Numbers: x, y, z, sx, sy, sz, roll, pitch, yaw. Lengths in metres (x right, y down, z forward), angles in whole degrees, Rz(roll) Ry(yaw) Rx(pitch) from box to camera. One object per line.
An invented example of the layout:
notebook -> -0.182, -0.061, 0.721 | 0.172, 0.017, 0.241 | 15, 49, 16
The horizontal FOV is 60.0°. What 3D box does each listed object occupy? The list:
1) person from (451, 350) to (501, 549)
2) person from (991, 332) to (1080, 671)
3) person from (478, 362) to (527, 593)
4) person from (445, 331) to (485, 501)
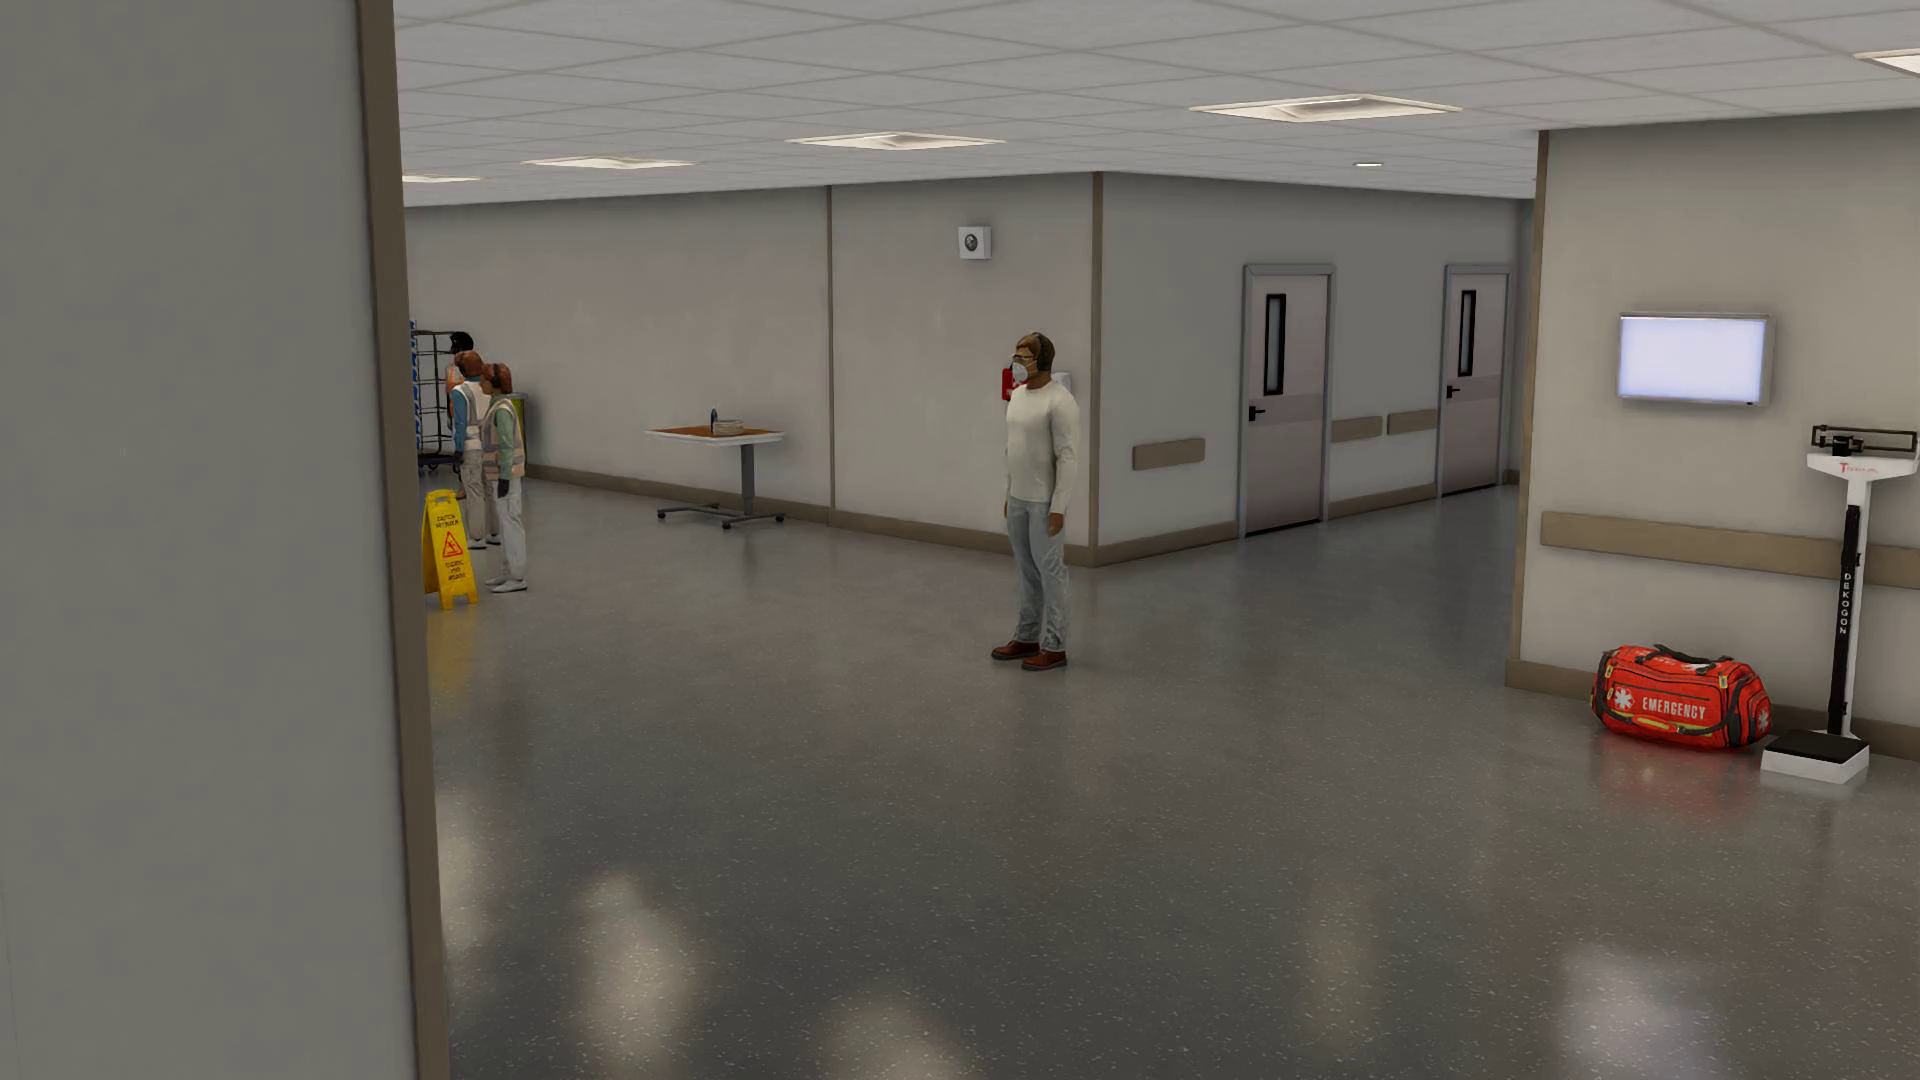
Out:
person -> -3.984, -0.740, 13.687 | 0.310, 1.636, 0.523 | 4, 10, 21
person -> 0.442, -0.221, 9.577 | 0.370, 1.940, 0.627 | -5, 11, -29
person -> -3.260, -0.446, 11.869 | 0.315, 1.641, 0.514 | -3, 10, -20
person -> -4.880, -1.222, 16.484 | 0.530, 1.689, 0.321 | 4, 10, 24
